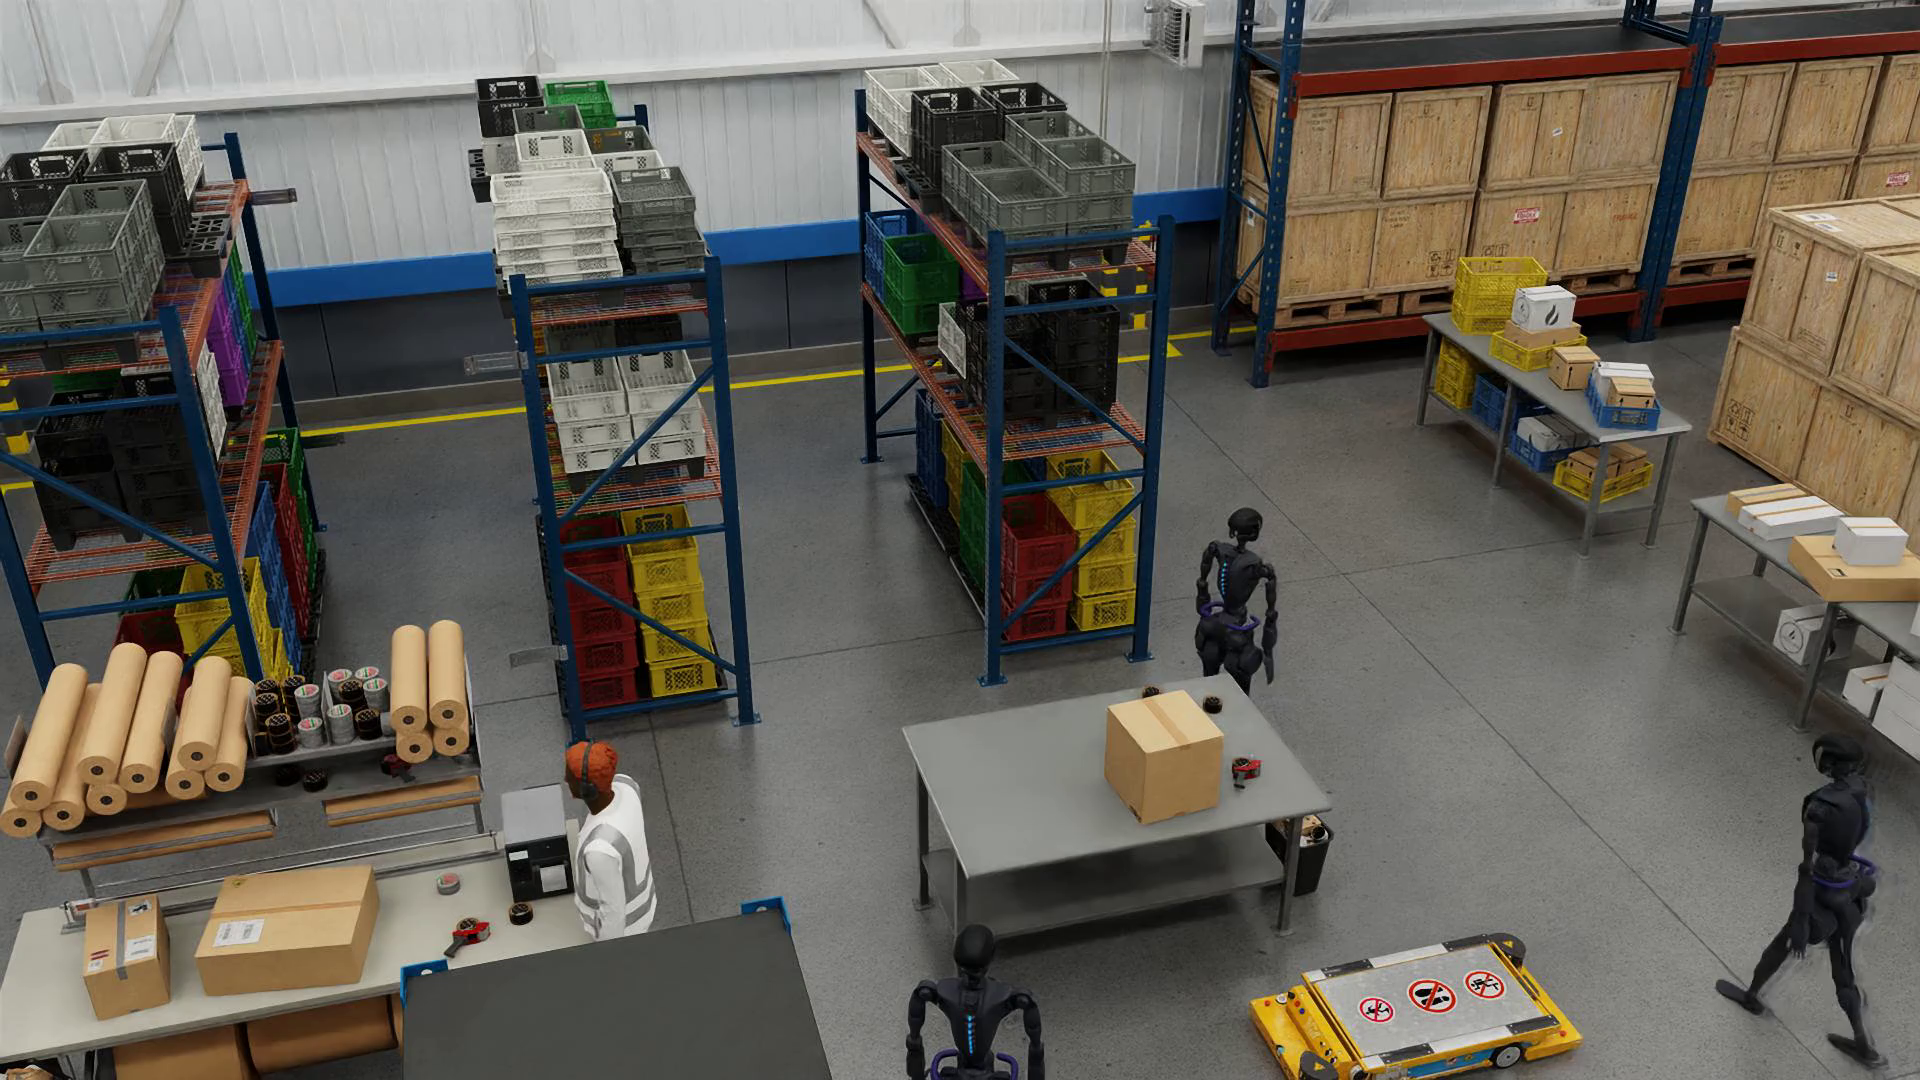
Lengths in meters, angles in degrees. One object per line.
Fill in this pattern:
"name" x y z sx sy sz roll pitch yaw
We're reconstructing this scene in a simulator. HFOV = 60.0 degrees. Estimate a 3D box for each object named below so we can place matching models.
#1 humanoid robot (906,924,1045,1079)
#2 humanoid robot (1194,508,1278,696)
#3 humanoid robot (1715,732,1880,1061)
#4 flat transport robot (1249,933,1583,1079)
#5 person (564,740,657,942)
"humanoid robot" 0.054 2.206 6.670 0.602 1.658 0.324 3 29 6
"humanoid robot" 1.574 0.564 9.661 0.326 1.655 0.609 -25 37 -37
"humanoid robot" 4.097 1.669 7.726 0.628 1.611 0.745 -17 33 -28
"flat transport robot" 2.184 2.282 7.980 1.431 0.197 0.652 -8 30 -14
"person" -1.526 1.683 7.421 0.337 1.882 0.582 0 29 -1
